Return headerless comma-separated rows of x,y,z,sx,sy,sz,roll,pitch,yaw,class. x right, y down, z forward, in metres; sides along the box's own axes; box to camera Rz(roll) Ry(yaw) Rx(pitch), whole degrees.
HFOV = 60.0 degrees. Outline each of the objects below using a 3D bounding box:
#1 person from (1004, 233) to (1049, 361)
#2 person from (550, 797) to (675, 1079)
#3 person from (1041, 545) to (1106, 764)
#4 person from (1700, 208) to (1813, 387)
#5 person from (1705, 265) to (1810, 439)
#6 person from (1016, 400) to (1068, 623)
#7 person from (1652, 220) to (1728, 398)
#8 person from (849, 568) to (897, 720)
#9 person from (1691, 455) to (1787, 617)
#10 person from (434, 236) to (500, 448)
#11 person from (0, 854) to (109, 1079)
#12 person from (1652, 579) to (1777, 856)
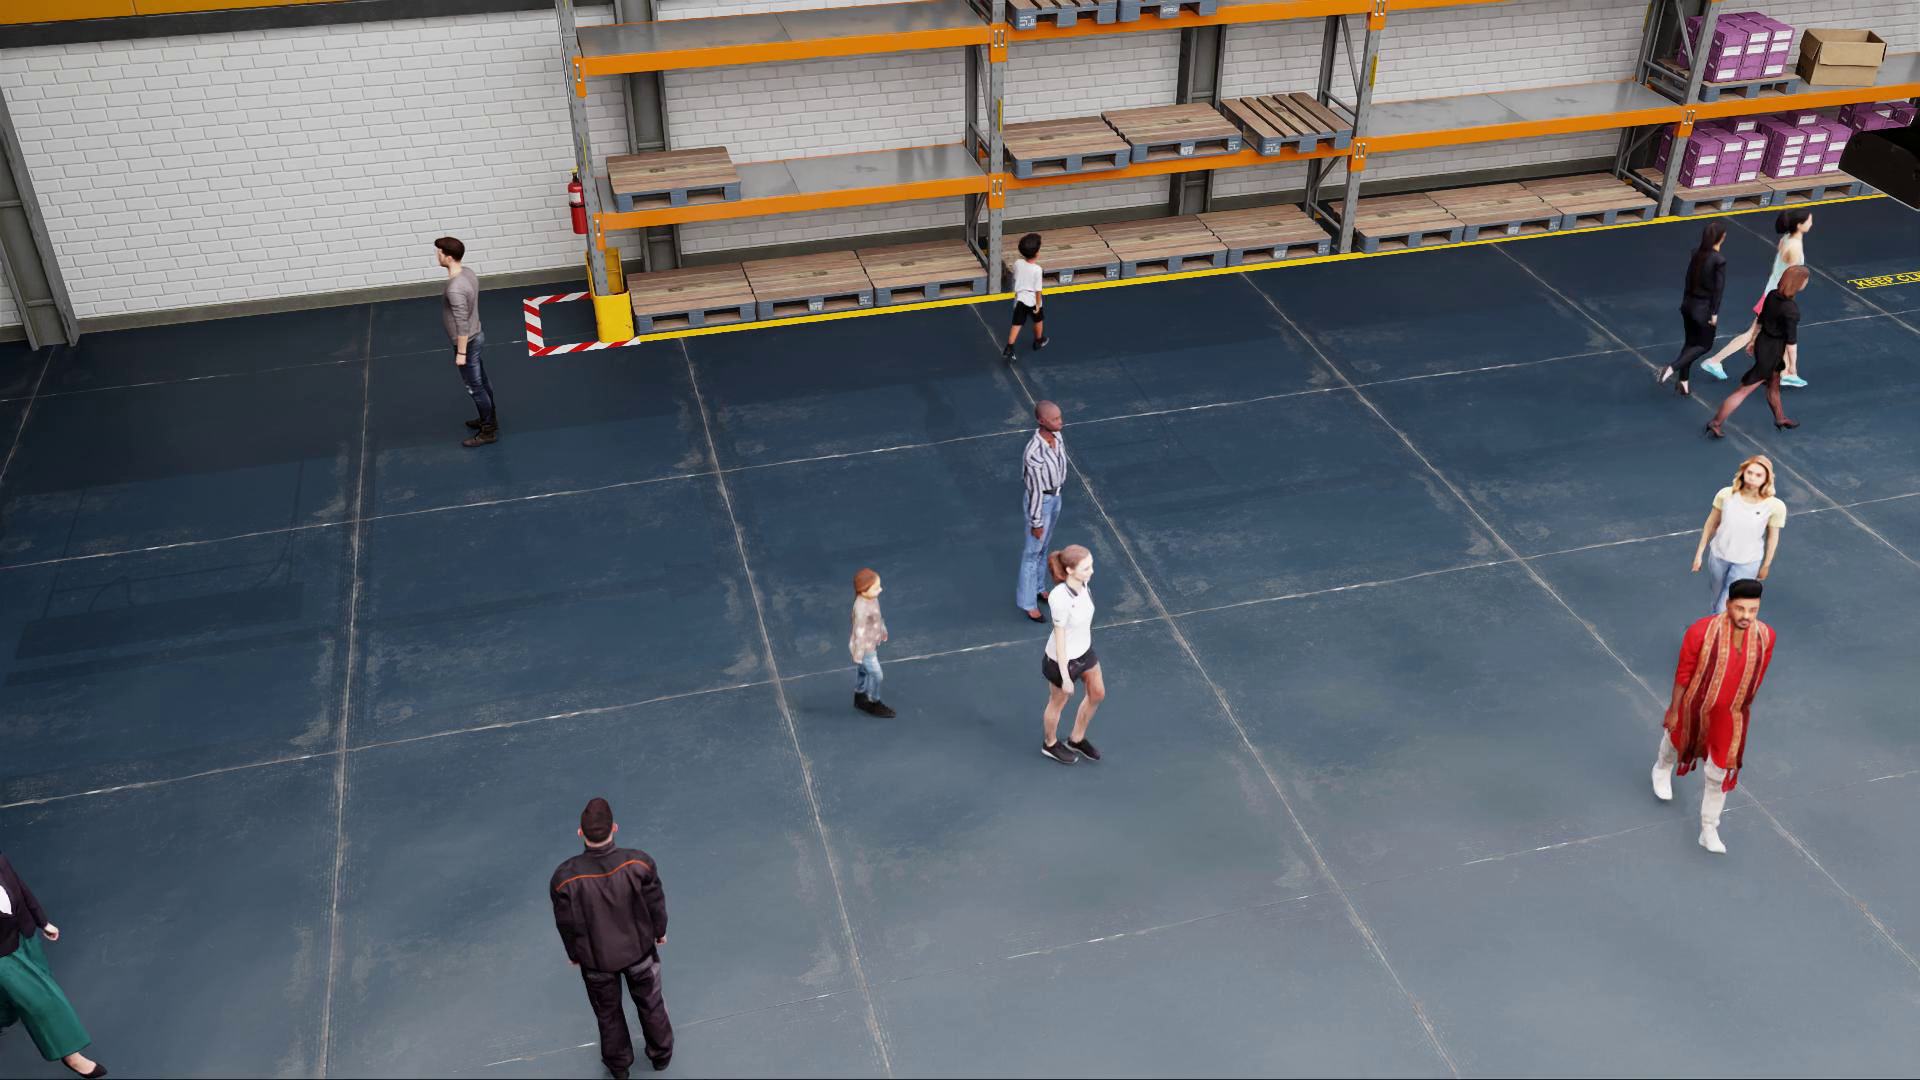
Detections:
0.612,-2.305,15.866,0.839,1.247,0.902,18,37,24,person
-1.800,2.099,8.696,0.523,1.851,0.771,-9,35,-14,person
0.636,0.742,10.839,0.804,1.738,0.743,19,38,26,person
7.401,-2.186,15.257,1.261,1.723,1.009,9,35,13,person
6.895,-1.567,14.388,1.130,1.655,0.758,-1,34,-2,person
0.604,-0.236,12.259,0.747,1.794,0.706,14,36,20,person
6.628,-2.050,15.085,0.743,1.688,0.627,-9,35,-13,person
-0.694,0.693,11.412,0.652,1.185,0.604,6,34,9,person
5.516,0.115,11.823,0.991,1.692,1.094,22,40,30,person
-4.257,-1.729,14.406,0.622,1.904,0.714,-4,34,-6,person
-5.060,2.157,8.738,1.180,1.707,0.922,6,34,9,person
4.673,0.954,10.430,1.210,1.838,1.095,6,34,9,person
